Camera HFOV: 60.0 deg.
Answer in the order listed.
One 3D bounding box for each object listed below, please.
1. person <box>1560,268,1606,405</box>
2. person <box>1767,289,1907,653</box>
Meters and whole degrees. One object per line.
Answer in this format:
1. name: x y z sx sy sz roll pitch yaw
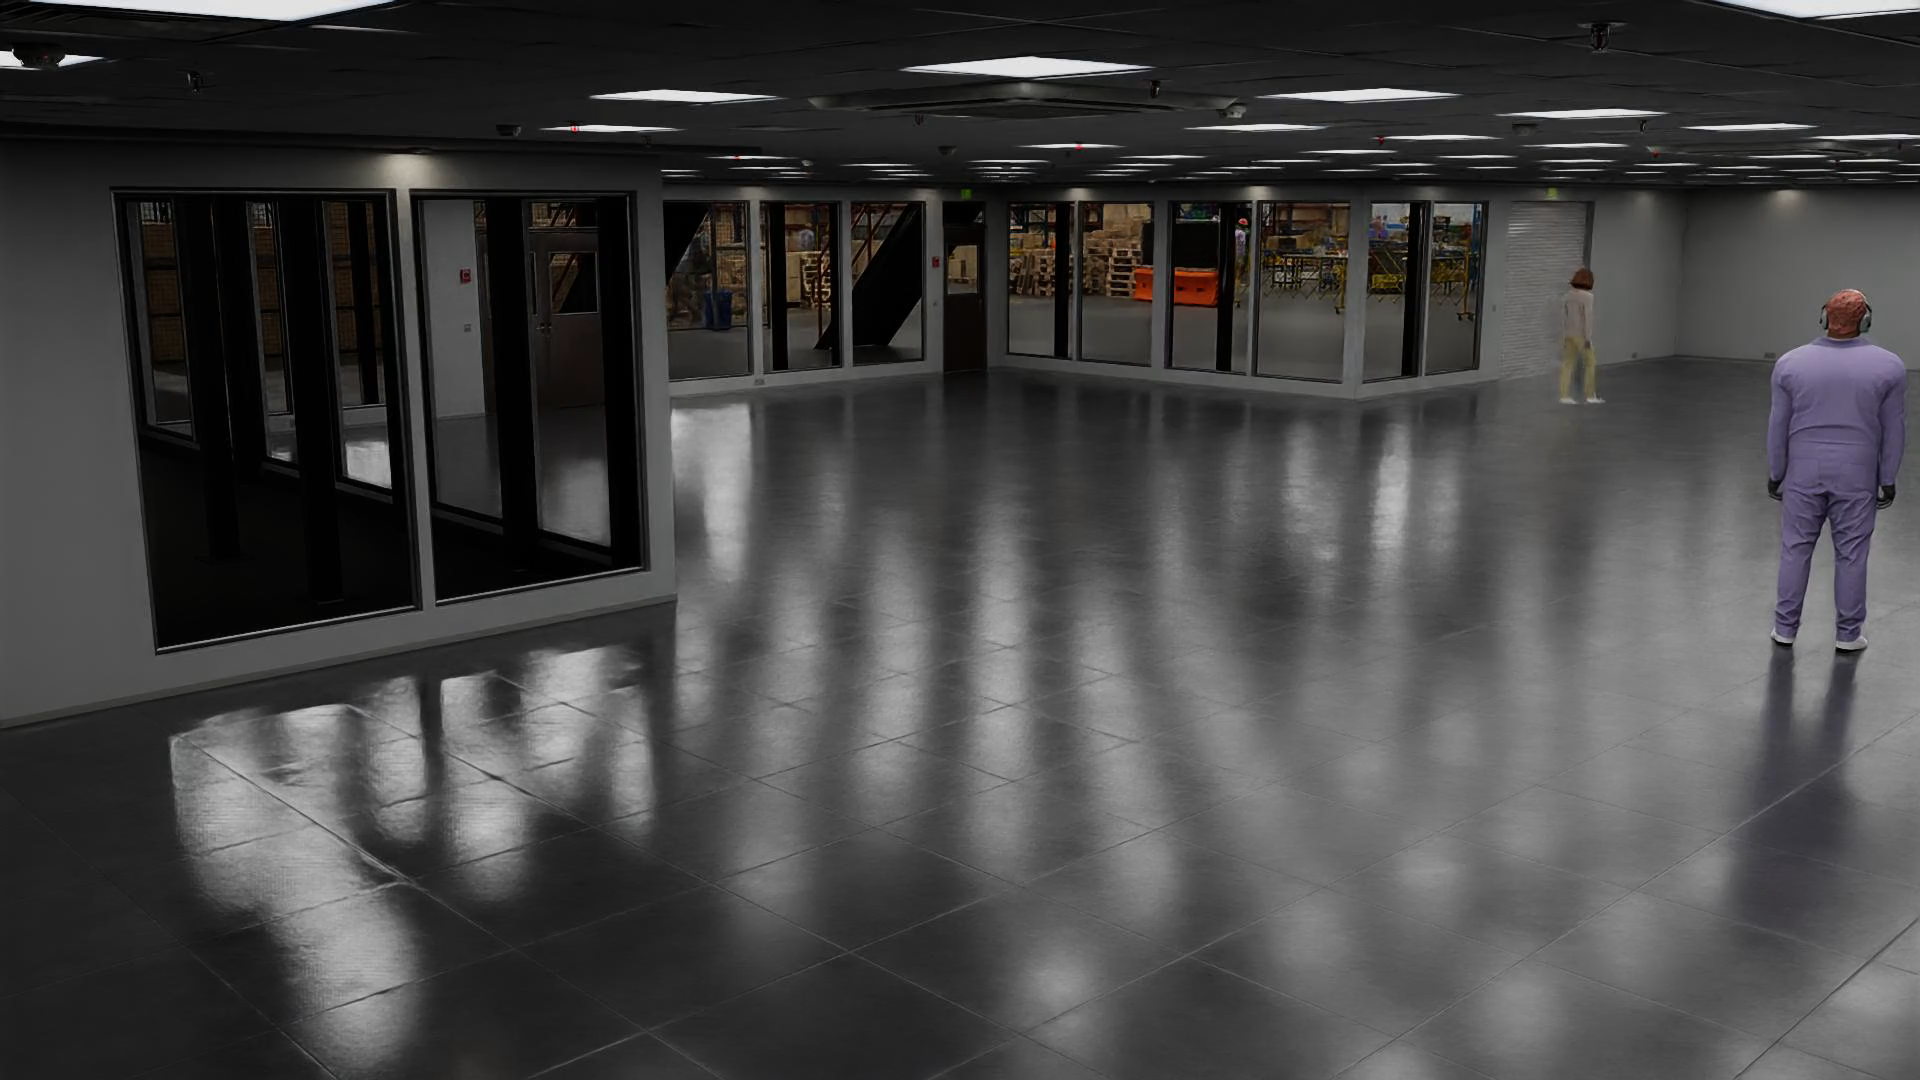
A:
1. person: 7.396 -2.400 19.682 0.599 1.614 0.530 -4 12 -19
2. person: 4.592 -0.358 8.760 0.643 1.909 0.410 7 13 30
